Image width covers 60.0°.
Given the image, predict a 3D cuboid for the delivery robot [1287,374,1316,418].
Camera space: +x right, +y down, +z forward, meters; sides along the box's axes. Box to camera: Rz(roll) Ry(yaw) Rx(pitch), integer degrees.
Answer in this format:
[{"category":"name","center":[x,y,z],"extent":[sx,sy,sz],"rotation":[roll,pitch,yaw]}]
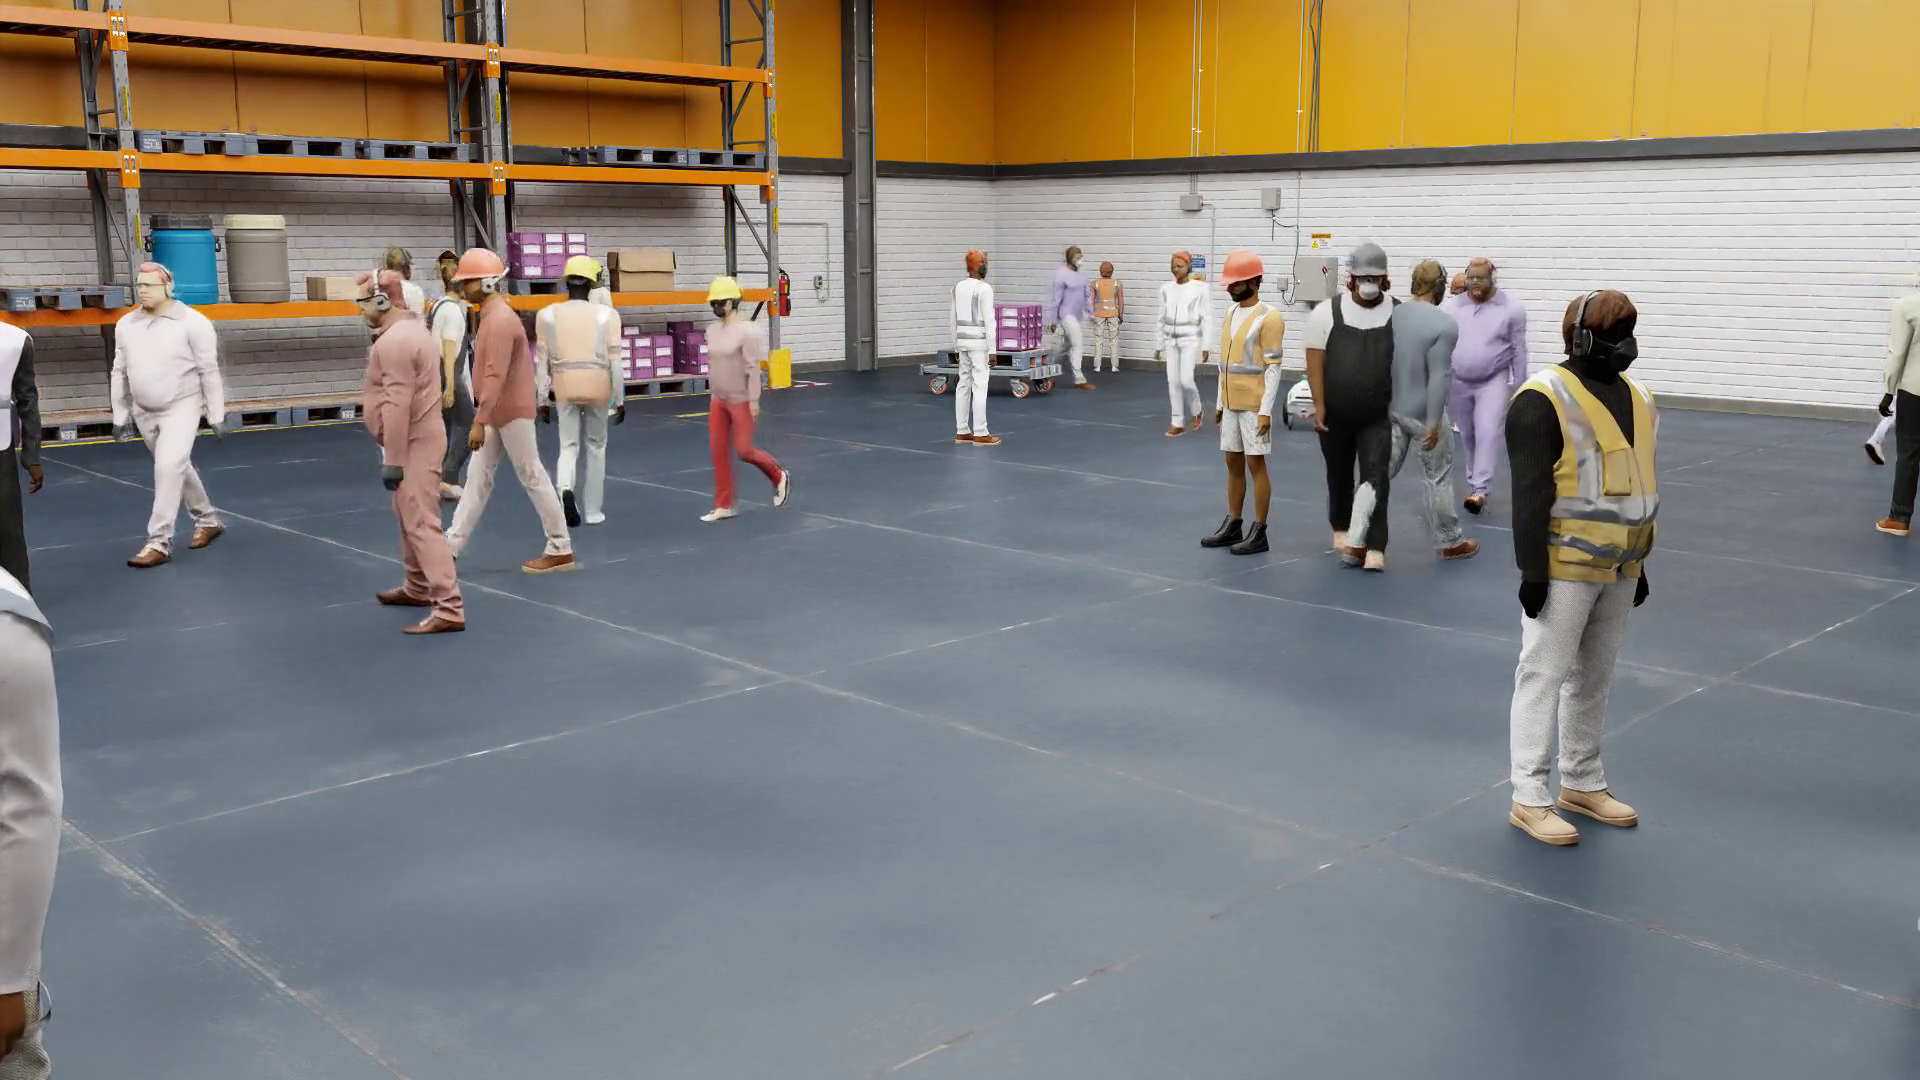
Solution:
[{"category":"delivery robot","center":[3.649,-1.502,17.533],"extent":[0.477,0.478,0.707],"rotation":[3,11,15]}]

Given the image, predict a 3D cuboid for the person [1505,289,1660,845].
[{"category":"person","center":[2.111,0.086,5.612],"extent":[0.626,1.846,0.429],"rotation":[-7,12,-32]}]

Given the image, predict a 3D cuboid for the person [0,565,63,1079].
[{"category":"person","center":[-1.701,0.622,2.717],"extent":[0.586,1.835,0.403],"rotation":[7,13,34]}]

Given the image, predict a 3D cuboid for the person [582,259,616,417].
[{"category":"person","center":[-4.059,-2.243,18.549],"extent":[0.328,1.760,0.523],"rotation":[-8,13,-38]}]

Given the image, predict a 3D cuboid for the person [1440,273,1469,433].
[{"category":"person","center":[5.118,-1.917,17.098],"extent":[0.308,1.636,0.524],"rotation":[-6,12,-28]}]

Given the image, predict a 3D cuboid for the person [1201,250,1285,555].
[{"category":"person","center":[1.800,-0.870,10.599],"extent":[0.374,1.927,0.542],"rotation":[-5,12,-28]}]

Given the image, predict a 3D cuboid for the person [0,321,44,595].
[{"category":"person","center":[-4.811,-0.413,8.130],"extent":[0.589,1.920,0.398],"rotation":[-3,11,-17]}]

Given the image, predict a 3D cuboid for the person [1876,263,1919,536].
[{"category":"person","center":[6.529,-1.016,11.209],"extent":[0.608,1.995,0.377],"rotation":[1,10,4]}]

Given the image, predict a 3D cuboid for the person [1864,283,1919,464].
[{"category":"person","center":[8.419,-1.510,14.613],"extent":[0.811,1.740,0.527],"rotation":[-3,11,-17]}]

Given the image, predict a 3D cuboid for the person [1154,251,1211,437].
[{"category":"person","center":[2.236,-1.961,16.712],"extent":[0.602,1.868,0.453],"rotation":[8,13,39]}]

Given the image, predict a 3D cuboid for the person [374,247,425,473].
[{"category":"person","center":[-4.726,-1.546,14.316],"extent":[0.656,1.910,0.801],"rotation":[5,12,27]}]

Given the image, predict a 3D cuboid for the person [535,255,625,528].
[{"category":"person","center":[-2.608,-1.001,11.420],"extent":[0.591,1.891,0.723],"rotation":[-1,10,-5]}]

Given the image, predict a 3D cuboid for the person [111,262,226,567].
[{"category":"person","center":[-4.977,-0.802,10.429],"extent":[0.658,1.856,1.025],"rotation":[2,11,11]}]

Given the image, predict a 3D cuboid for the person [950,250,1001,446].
[{"category":"person","center":[0.147,-1.852,16.066],"extent":[0.341,1.883,0.587],"rotation":[-8,13,-39]}]

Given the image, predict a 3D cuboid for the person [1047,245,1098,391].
[{"category":"person","center":[1.397,-2.934,21.951],"extent":[0.959,1.907,0.631],"rotation":[8,13,37]}]

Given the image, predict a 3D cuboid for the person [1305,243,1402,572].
[{"category":"person","center":[2.483,-0.879,10.336],"extent":[0.675,2.000,0.996],"rotation":[3,11,15]}]

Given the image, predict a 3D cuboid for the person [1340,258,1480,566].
[{"category":"person","center":[2.768,-0.768,10.177],"extent":[1.018,1.892,0.630],"rotation":[-7,12,-33]}]

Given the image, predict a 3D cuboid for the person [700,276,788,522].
[{"category":"person","center":[-1.571,-1.014,11.878],"extent":[0.527,1.743,0.642],"rotation":[8,13,38]}]

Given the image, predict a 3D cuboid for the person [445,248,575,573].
[{"category":"person","center":[-2.801,-0.735,9.814],"extent":[1.034,1.931,0.626],"rotation":[-5,11,-23]}]

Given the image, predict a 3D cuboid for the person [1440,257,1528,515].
[{"category":"person","center":[3.736,-1.109,12.085],"extent":[0.645,1.853,1.007],"rotation":[7,12,33]}]

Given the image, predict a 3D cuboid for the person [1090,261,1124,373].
[{"category":"person","center":[2.160,-3.286,24.547],"extent":[0.514,1.645,0.307],"rotation":[1,10,4]}]

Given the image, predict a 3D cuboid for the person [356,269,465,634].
[{"category":"person","center":[-2.883,-0.479,8.694],"extent":[0.556,1.862,0.798],"rotation":[-2,11,-9]}]

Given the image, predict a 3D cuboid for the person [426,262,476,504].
[{"category":"person","center":[-3.821,-1.166,12.511],"extent":[0.461,1.818,0.521],"rotation":[-7,13,-35]}]

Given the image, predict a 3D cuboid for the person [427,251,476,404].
[{"category":"person","center":[-5.486,-2.184,17.972],"extent":[0.505,1.857,0.320],"rotation":[-2,11,-12]}]
